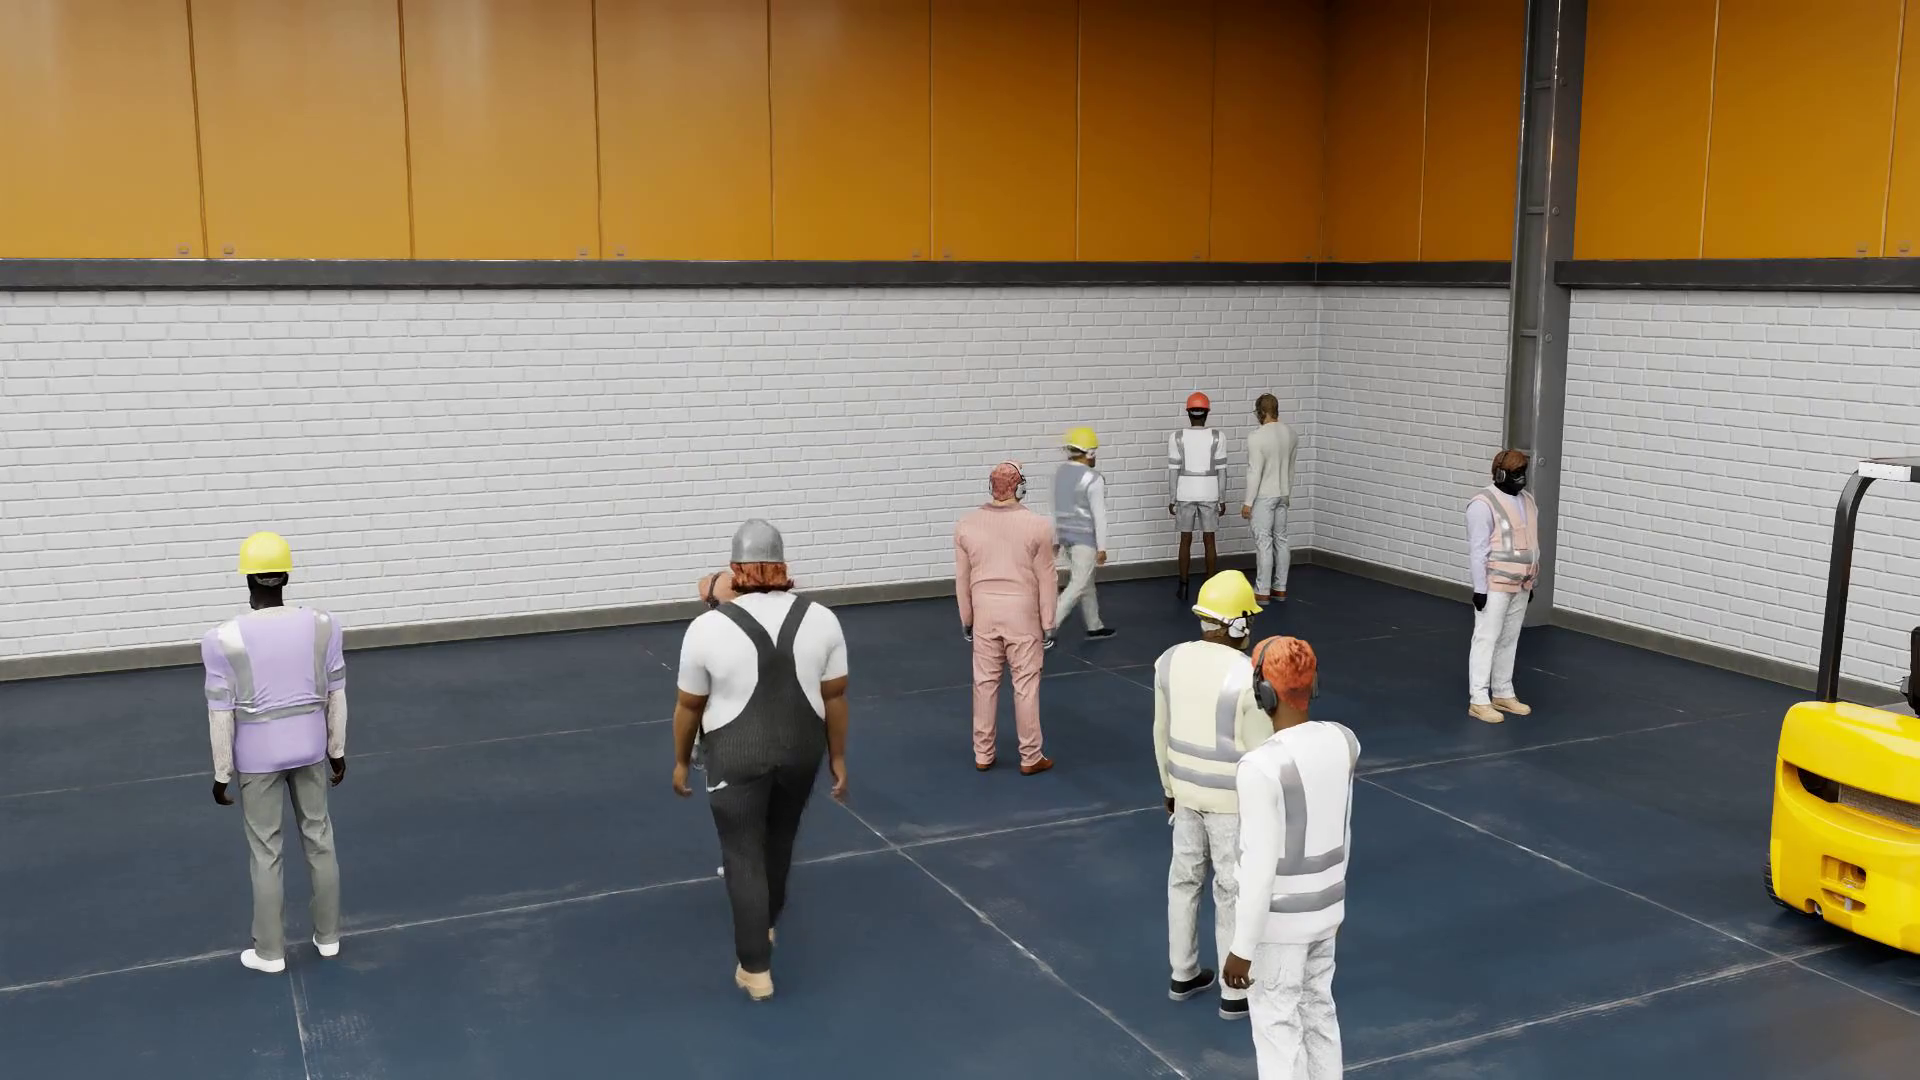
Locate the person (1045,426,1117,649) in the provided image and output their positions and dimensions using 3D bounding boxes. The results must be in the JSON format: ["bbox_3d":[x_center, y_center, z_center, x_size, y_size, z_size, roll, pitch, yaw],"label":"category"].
[{"bbox_3d":[0.937,-0.022,13.471,0.851,1.804,0.598,-6,11,-33],"label":"person"}]

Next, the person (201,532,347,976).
[{"bbox_3d":[-2.953,0.920,7.211,0.588,1.927,0.365,-8,12,-41],"label":"person"}]

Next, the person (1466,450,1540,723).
[{"bbox_3d":[3.699,0.304,11.301,0.633,1.842,0.429,-7,12,-38],"label":"person"}]

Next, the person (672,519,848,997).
[{"bbox_3d":[-0.892,0.868,7.182,0.712,2.000,0.846,-4,10,-23],"label":"person"}]

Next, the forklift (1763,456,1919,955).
[{"bbox_3d":[4.857,0.731,7.561,2.313,2.155,1.214,-4,10,-25],"label":"forklift"}]

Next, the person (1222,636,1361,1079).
[{"bbox_3d":[1.065,1.234,5.393,0.338,1.884,0.582,9,13,44],"label":"person"}]

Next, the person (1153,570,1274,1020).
[{"bbox_3d":[1.061,1.030,6.820,0.404,1.833,0.591,-8,12,-40],"label":"person"}]

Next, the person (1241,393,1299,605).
[{"bbox_3d":[2.815,-0.373,15.220,0.627,1.934,0.372,-8,12,-40],"label":"person"}]

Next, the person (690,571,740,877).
[{"bbox_3d":[-1.034,0.955,7.986,0.551,1.611,0.675,-7,12,-38],"label":"person"}]

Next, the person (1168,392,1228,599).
[{"bbox_3d":[2.201,-0.405,15.430,0.543,1.928,0.374,1,9,9],"label":"person"}]

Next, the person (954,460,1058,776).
[{"bbox_3d":[0.296,0.470,10.063,0.638,1.911,0.406,4,10,21],"label":"person"}]
